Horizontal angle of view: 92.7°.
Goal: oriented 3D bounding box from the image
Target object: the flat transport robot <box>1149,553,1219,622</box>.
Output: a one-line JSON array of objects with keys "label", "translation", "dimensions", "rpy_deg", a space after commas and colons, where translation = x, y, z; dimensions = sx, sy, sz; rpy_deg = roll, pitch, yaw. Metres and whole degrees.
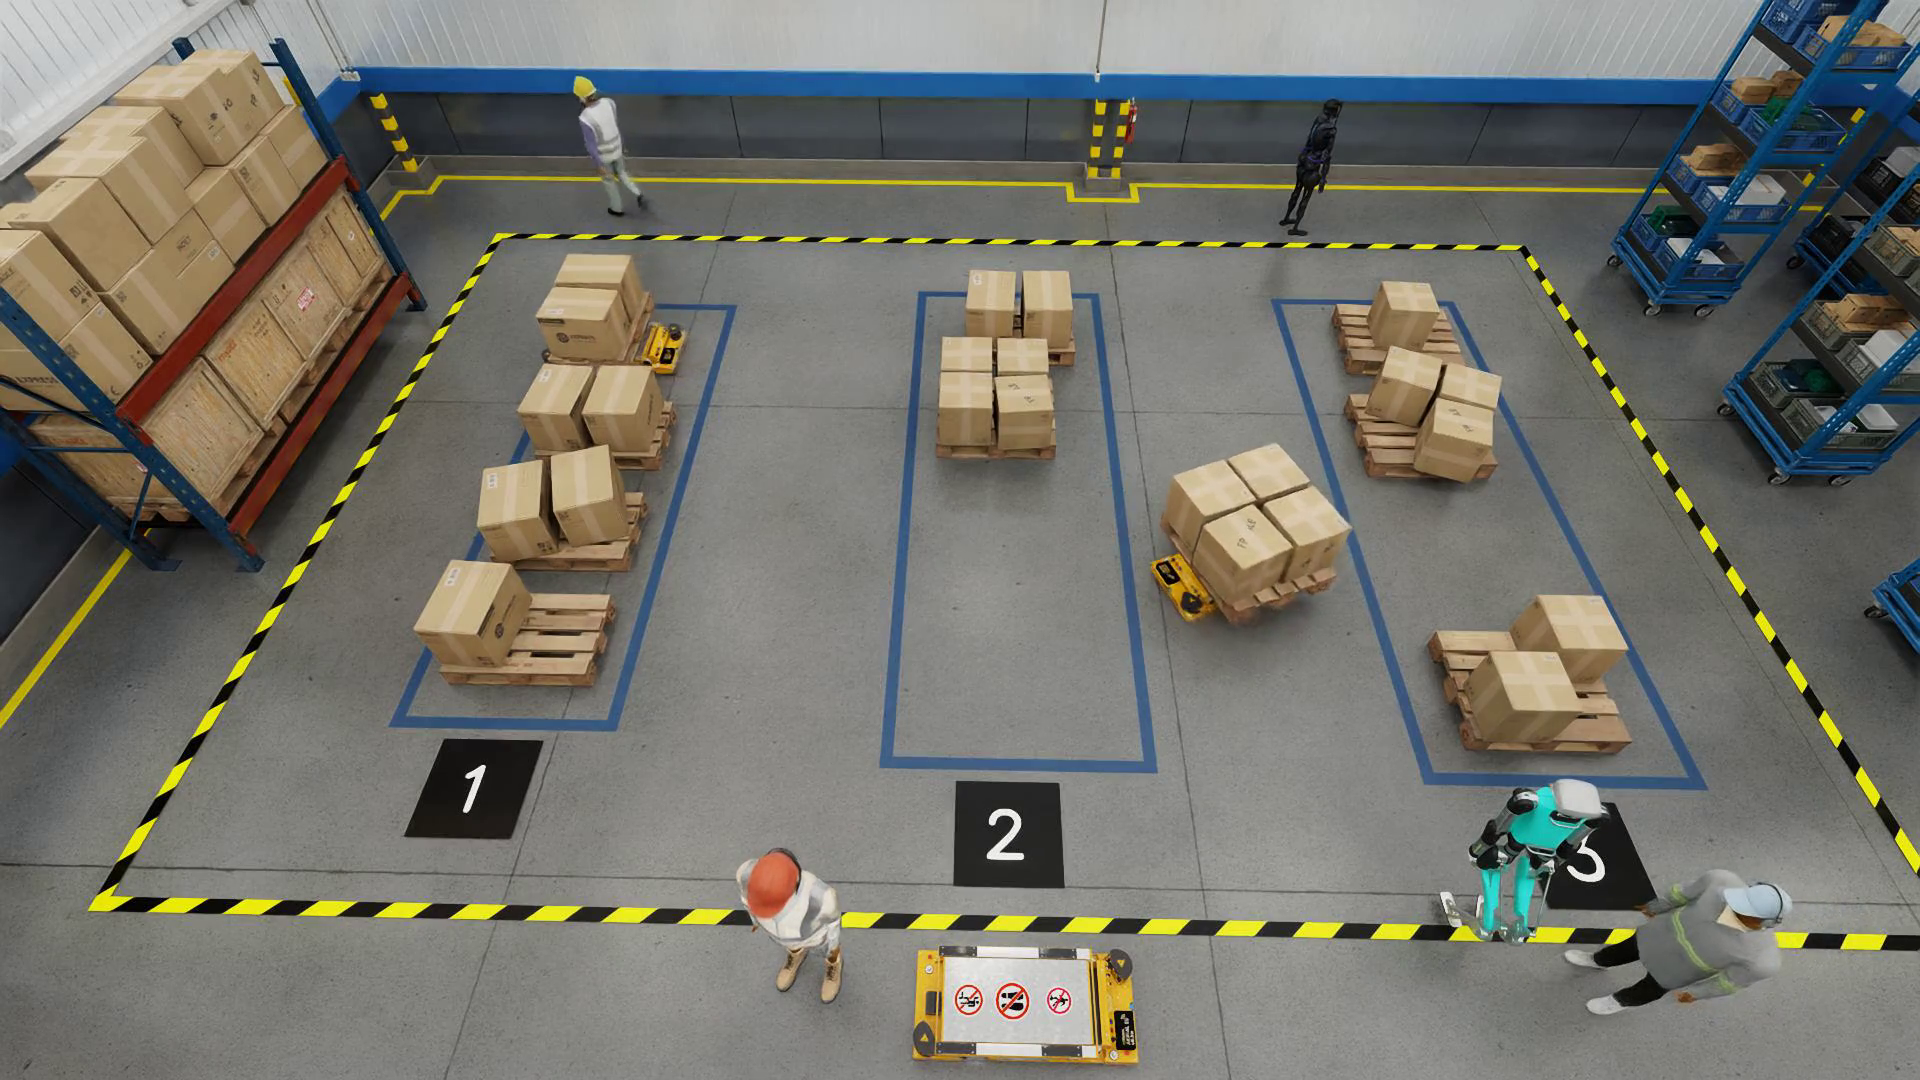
[{"label": "flat transport robot", "translation": [2.513, 0.217, 8.291], "dimensions": [1.431, 0.197, 0.652], "rpy_deg": [-18, 53, -14]}]

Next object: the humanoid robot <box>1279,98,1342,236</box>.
[{"label": "humanoid robot", "translation": [4.353, -4.615, 11.328], "dimensions": [0.315, 1.659, 0.599], "rpy_deg": [-7, 51, -6]}]

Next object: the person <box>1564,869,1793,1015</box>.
[{"label": "person", "translation": [4.278, 2.434, 5.480], "dimensions": [0.396, 1.850, 0.596], "rpy_deg": [0, 51, 0]}]

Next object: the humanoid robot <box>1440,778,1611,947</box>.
[{"label": "humanoid robot", "translation": [3.496, 2.136, 5.708], "dimensions": [0.533, 1.681, 0.735], "rpy_deg": [9, 51, 7]}]

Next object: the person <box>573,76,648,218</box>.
[{"label": "person", "translation": [-4.388, -4.851, 11.438], "dimensions": [0.539, 1.817, 0.608], "rpy_deg": [23, 55, 18]}]

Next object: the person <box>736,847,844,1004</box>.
[{"label": "person", "translation": [-0.982, 2.311, 5.460], "dimensions": [0.606, 2.042, 0.372], "rpy_deg": [12, 52, 10]}]

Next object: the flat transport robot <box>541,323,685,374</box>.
[{"label": "flat transport robot", "translation": [-3.865, -2.154, 10.224], "dimensions": [1.431, 0.197, 0.652], "rpy_deg": [1, 51, 1]}]

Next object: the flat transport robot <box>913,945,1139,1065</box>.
[{"label": "flat transport robot", "translation": [0.422, 3.041, 6.007], "dimensions": [1.431, 0.231, 0.659], "rpy_deg": [1, 51, 1]}]
